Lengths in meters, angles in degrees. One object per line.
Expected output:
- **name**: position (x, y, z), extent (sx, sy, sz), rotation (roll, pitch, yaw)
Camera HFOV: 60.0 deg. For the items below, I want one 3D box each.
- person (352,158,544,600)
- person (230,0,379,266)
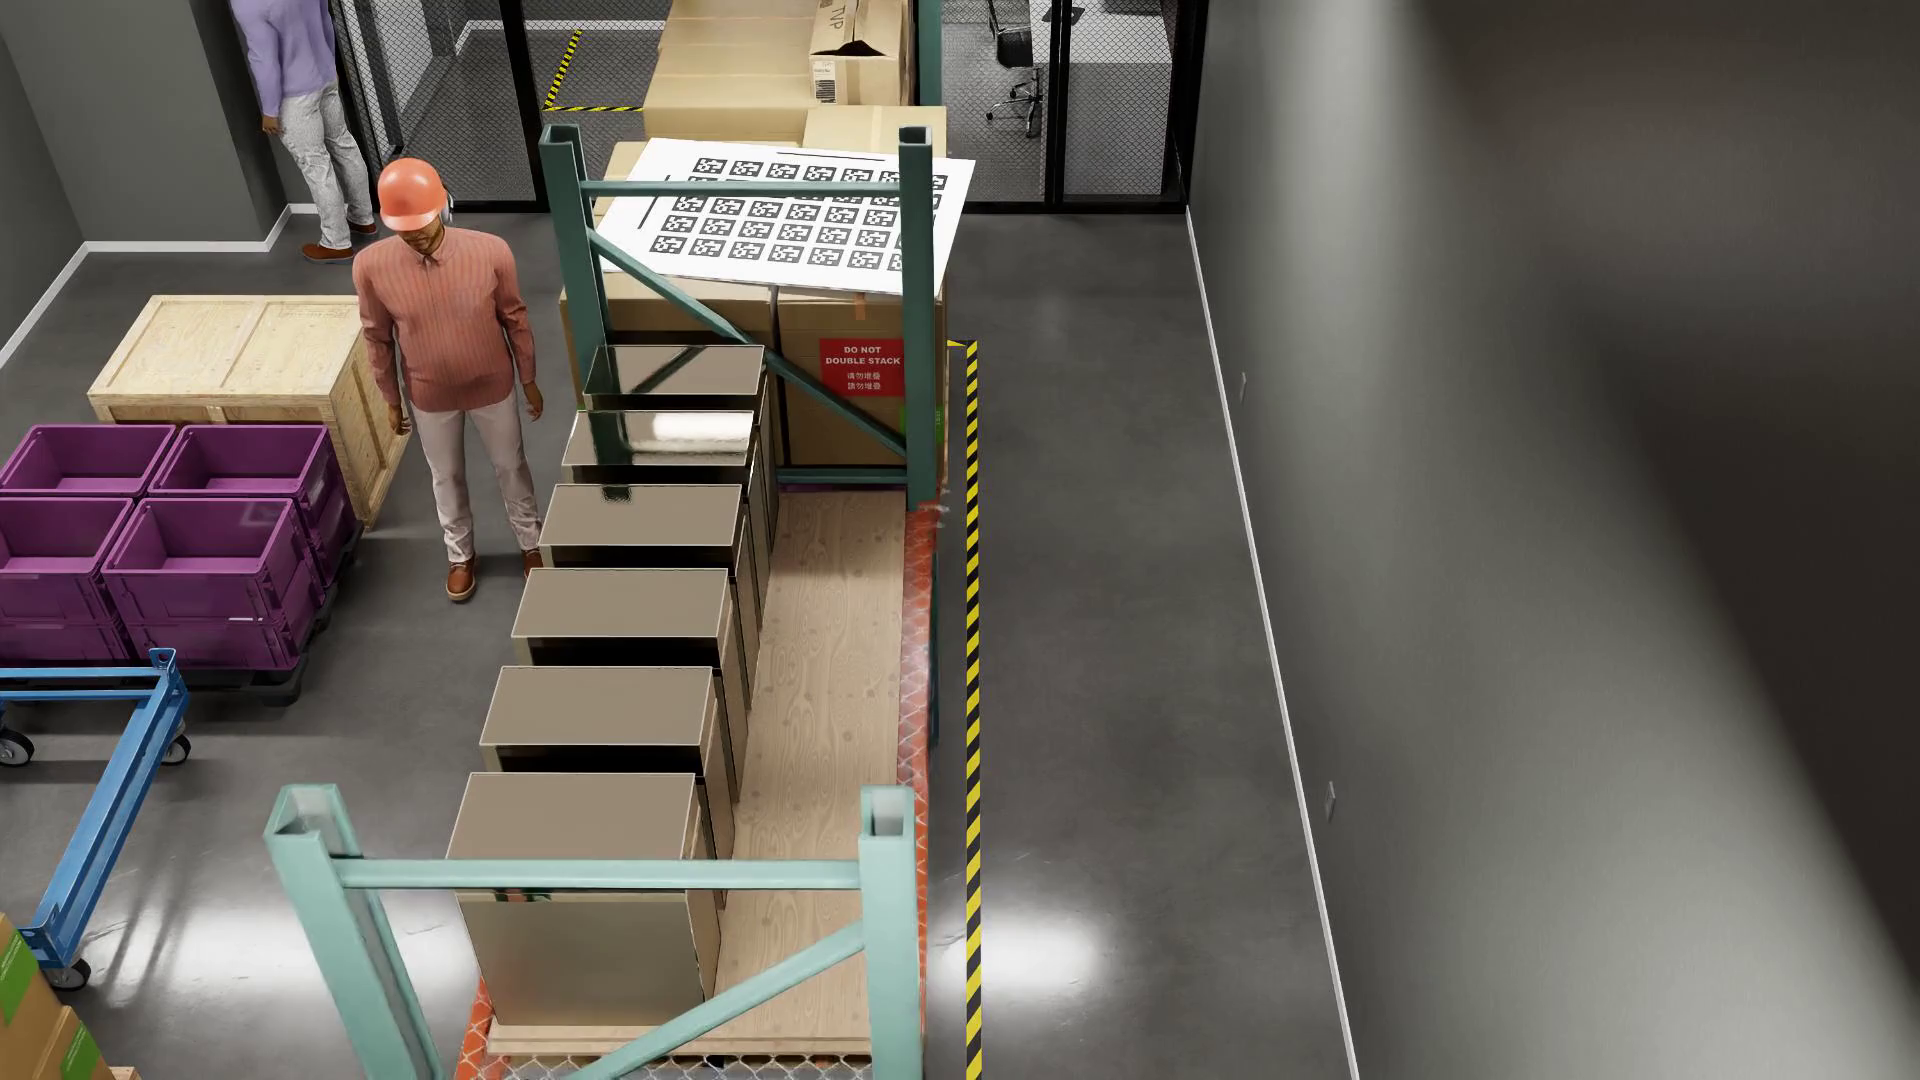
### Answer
- **person**: position (-1.962, -0.599, 6.529), extent (0.623, 1.992, 0.396), rotation (-9, 42, -11)
- **person**: position (-3.398, -2.338, 8.560), extent (0.372, 1.938, 0.631), rotation (11, 42, 12)
